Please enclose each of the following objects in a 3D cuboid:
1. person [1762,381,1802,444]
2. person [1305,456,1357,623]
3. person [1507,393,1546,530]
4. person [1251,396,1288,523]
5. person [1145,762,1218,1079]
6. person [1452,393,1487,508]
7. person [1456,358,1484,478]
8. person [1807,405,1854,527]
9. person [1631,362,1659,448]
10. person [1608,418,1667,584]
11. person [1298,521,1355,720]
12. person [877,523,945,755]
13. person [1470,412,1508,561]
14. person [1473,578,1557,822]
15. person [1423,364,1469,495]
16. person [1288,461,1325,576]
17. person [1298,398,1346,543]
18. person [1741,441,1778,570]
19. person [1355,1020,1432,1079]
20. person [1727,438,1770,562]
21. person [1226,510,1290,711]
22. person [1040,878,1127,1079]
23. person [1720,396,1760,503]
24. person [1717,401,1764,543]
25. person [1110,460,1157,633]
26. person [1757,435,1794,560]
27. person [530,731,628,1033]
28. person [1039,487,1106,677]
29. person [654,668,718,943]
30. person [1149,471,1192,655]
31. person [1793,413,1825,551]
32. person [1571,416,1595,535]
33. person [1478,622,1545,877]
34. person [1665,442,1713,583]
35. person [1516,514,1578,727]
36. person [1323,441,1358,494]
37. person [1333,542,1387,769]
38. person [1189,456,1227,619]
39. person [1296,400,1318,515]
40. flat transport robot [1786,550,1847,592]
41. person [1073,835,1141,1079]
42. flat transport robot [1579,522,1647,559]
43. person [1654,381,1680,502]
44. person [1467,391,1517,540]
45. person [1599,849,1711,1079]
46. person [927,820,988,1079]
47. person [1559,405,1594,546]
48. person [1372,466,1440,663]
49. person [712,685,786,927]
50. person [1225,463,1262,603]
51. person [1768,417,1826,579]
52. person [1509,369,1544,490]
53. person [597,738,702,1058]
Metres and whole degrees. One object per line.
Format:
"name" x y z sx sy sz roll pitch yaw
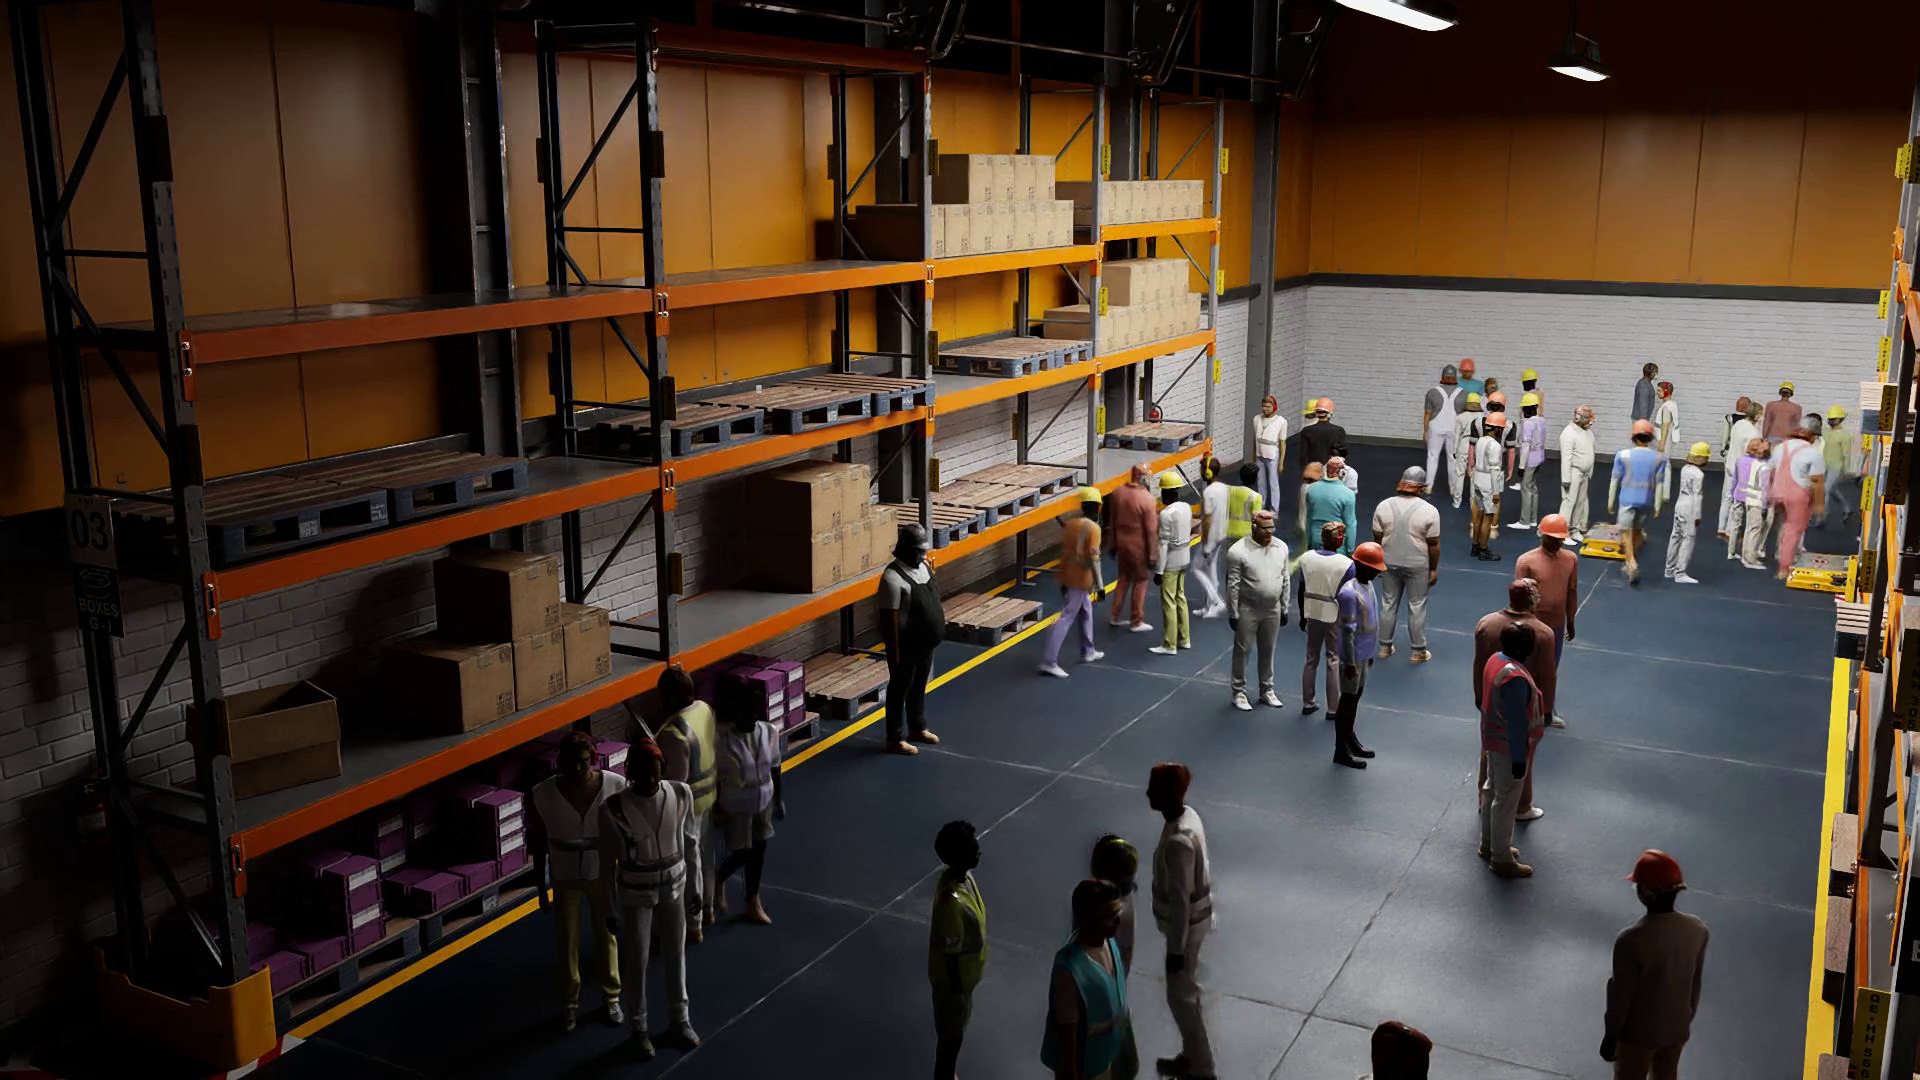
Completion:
"person" 12.786 -1.598 25.914 0.535 1.755 0.342 6 14 26
"person" 4.100 0.020 18.352 0.399 1.899 0.649 -10 16 -39
"person" 7.985 -1.105 23.354 0.399 1.912 0.592 10 16 38
"person" 4.409 -1.149 23.723 0.395 1.836 0.560 -11 16 -40
"person" 1.232 2.108 9.096 0.475 1.860 0.572 2 13 9
"person" 7.594 -1.331 24.769 0.487 1.730 0.324 3 13 11
"person" 8.190 -1.968 27.062 0.629 1.975 0.478 2 13 9
"person" 12.398 -1.051 23.519 0.824 1.739 0.533 -3 13 -13
"person" 11.079 -1.923 26.984 0.367 1.932 0.623 5 13 20
"person" 8.249 -0.464 20.265 0.622 2.017 0.882 2 13 8
"person" 3.355 0.736 15.253 0.570 1.843 0.373 11 17 41
"person" -0.392 0.833 14.378 0.535 2.000 0.683 7 14 28
"person" 6.842 -0.694 21.487 0.389 1.925 0.550 -1 13 -6
"person" 4.313 1.228 12.922 0.648 1.904 0.401 12 17 43
"person" 7.542 -1.731 25.859 0.686 2.000 0.536 2 13 8
"person" 4.084 -0.135 19.692 0.626 1.614 0.503 -2 13 -8
"person" 4.845 -0.906 22.281 0.612 1.990 0.392 2 13 10
"person" 10.086 -0.439 21.003 0.313 1.632 0.525 2 13 10
"person" 1.591 2.709 6.329 0.355 1.887 0.574 2 13 9
"person" 10.097 -0.503 21.284 0.312 1.631 0.530 -7 14 -28
"person" 2.793 0.650 15.522 0.645 1.900 0.399 -4 13 -19
"person" 0.578 2.425 7.688 0.389 1.848 0.563 5 14 21
"person" 11.714 -1.339 25.011 0.525 1.639 0.307 6 14 25
"person" 10.576 -0.922 22.504 0.382 1.929 0.640 1 13 5
"person" 1.916 0.066 18.137 0.400 1.905 0.668 -10 16 -37
"person" 10.591 -0.554 21.515 0.528 1.618 0.342 3 13 12
"person" -2.204 1.976 9.739 0.565 1.836 0.389 -4 13 -18
"person" 1.143 0.415 16.718 0.888 1.853 0.640 -4 13 -19
"person" -1.806 1.722 10.856 0.430 1.841 0.624 3 13 12
"person" 2.198 0.237 17.350 0.399 1.914 0.584 8 15 32
"person" 10.934 -0.712 21.592 0.587 1.912 0.382 -6 14 -24
"person" 8.546 -0.935 22.973 0.367 1.744 0.587 3 13 12
"person" 3.956 1.479 11.937 0.429 1.842 0.634 1 13 3
"person" 8.943 -0.345 20.364 0.375 1.733 0.487 0 13 2
"person" 5.269 0.730 14.970 0.615 1.987 0.407 -3 13 -13
"person" 4.646 -0.377 20.574 0.537 1.696 0.318 12 17 43
"person" 3.388 0.956 14.086 0.373 1.928 0.543 7 14 29
"person" 2.808 -0.019 18.618 0.390 1.854 0.530 10 16 37
"person" 5.135 -1.174 24.045 0.483 1.733 0.591 10 16 38
"flat transport robot" 10.564 0.372 20.440 0.652 0.197 1.431 7 14 28
"person" 0.686 2.289 8.331 0.534 1.828 0.551 -12 17 -43
"flat transport robot" 8.697 0.001 22.102 0.652 0.197 1.431 7 14 28
"person" 10.716 -1.488 25.246 0.394 1.836 0.561 6 14 24
"person" 7.240 -1.013 22.684 0.612 2.029 0.407 4 13 17
"person" 3.381 2.364 8.198 0.568 1.743 0.353 -6 14 -24
"person" -0.012 2.273 8.702 0.317 1.700 0.538 1 13 4
"person" 8.303 -0.877 22.373 0.649 1.897 0.399 -12 17 -43
"person" 4.606 0.228 17.086 0.686 2.000 0.535 9 15 35
"person" -1.431 1.756 11.069 0.533 1.680 0.421 -11 17 -41
"person" 3.272 -0.055 19.158 0.325 1.685 0.537 -9 16 -36
"person" 10.340 -0.546 20.555 0.623 2.000 0.807 -4 13 -17
"person" 8.923 -1.731 26.151 0.387 1.915 0.587 11 17 41
"person" -1.753 2.019 9.449 0.584 1.879 0.369 -8 15 -32
